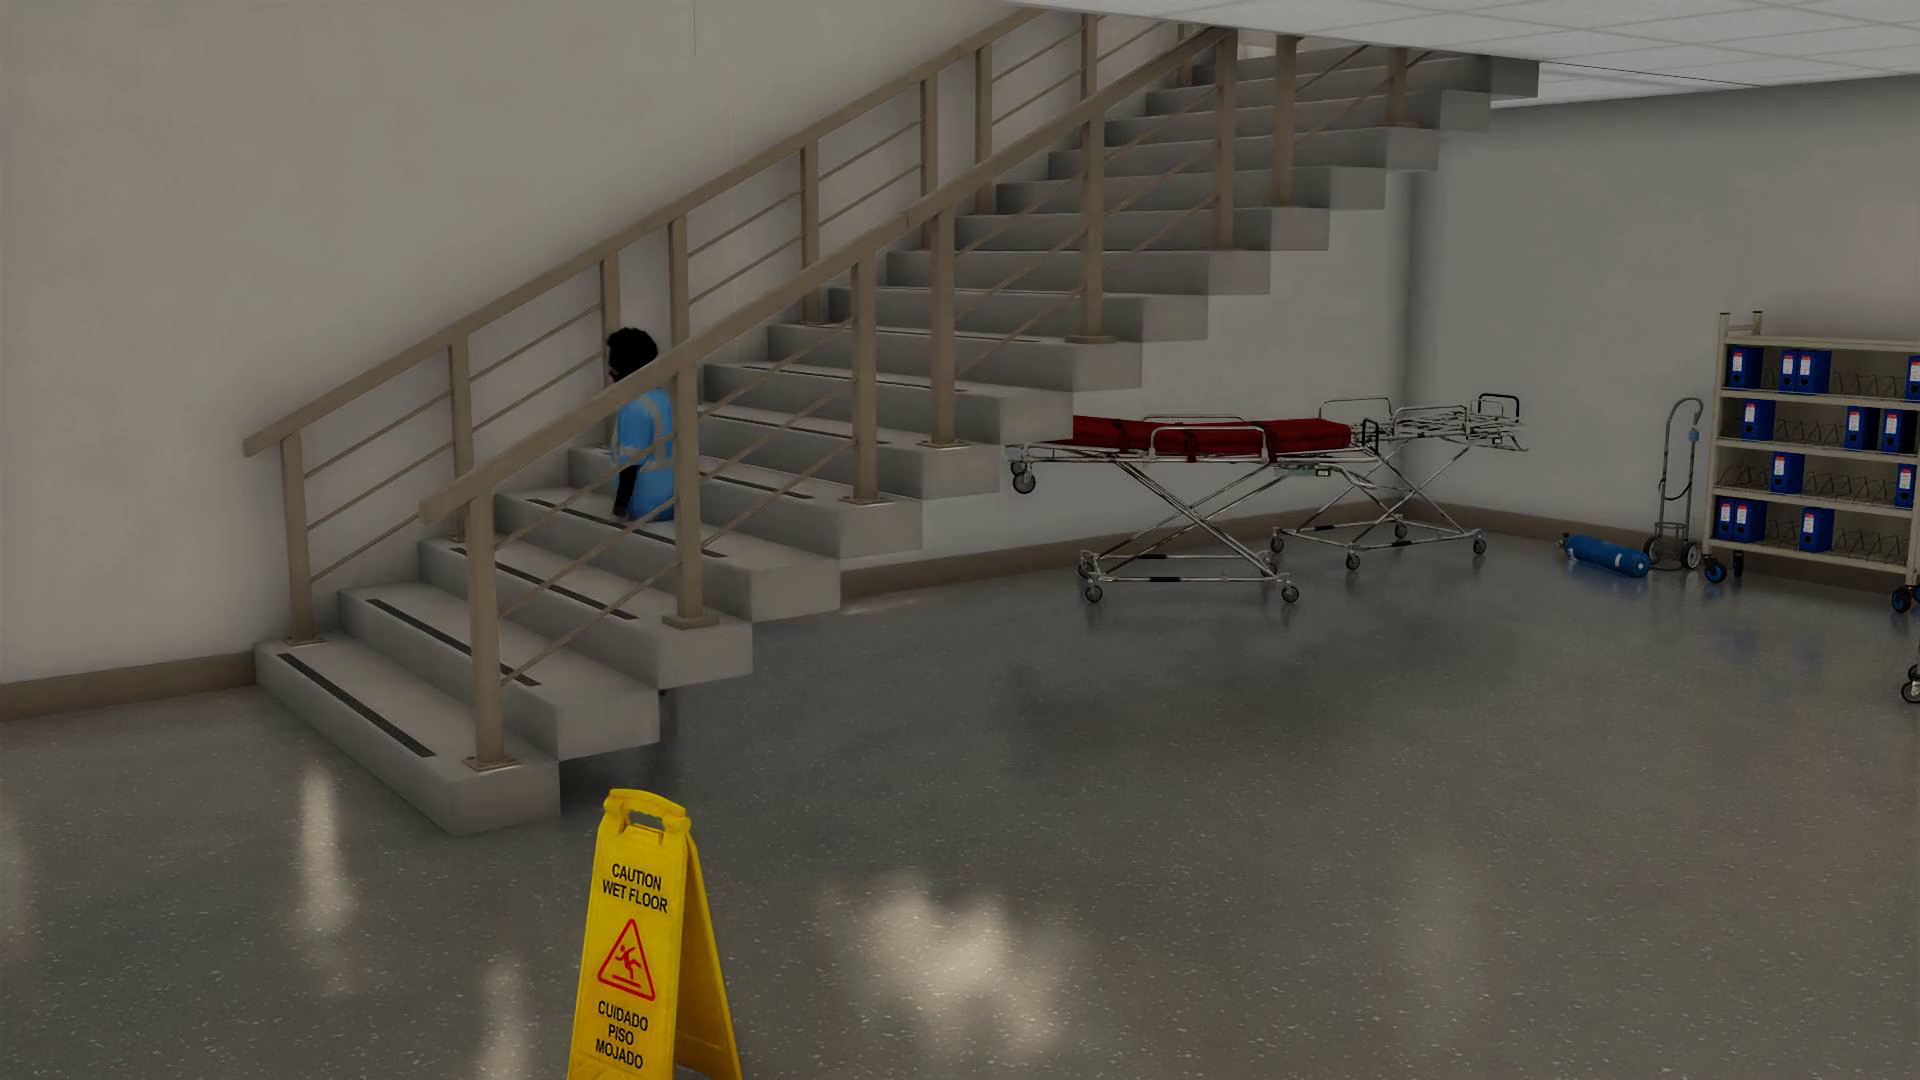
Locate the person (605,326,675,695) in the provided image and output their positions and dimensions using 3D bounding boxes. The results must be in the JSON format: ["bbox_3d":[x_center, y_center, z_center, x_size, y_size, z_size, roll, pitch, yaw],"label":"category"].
[{"bbox_3d":[-1.433,-0.139,7.668,0.340,1.685,0.562,0,10,2],"label":"person"}]
